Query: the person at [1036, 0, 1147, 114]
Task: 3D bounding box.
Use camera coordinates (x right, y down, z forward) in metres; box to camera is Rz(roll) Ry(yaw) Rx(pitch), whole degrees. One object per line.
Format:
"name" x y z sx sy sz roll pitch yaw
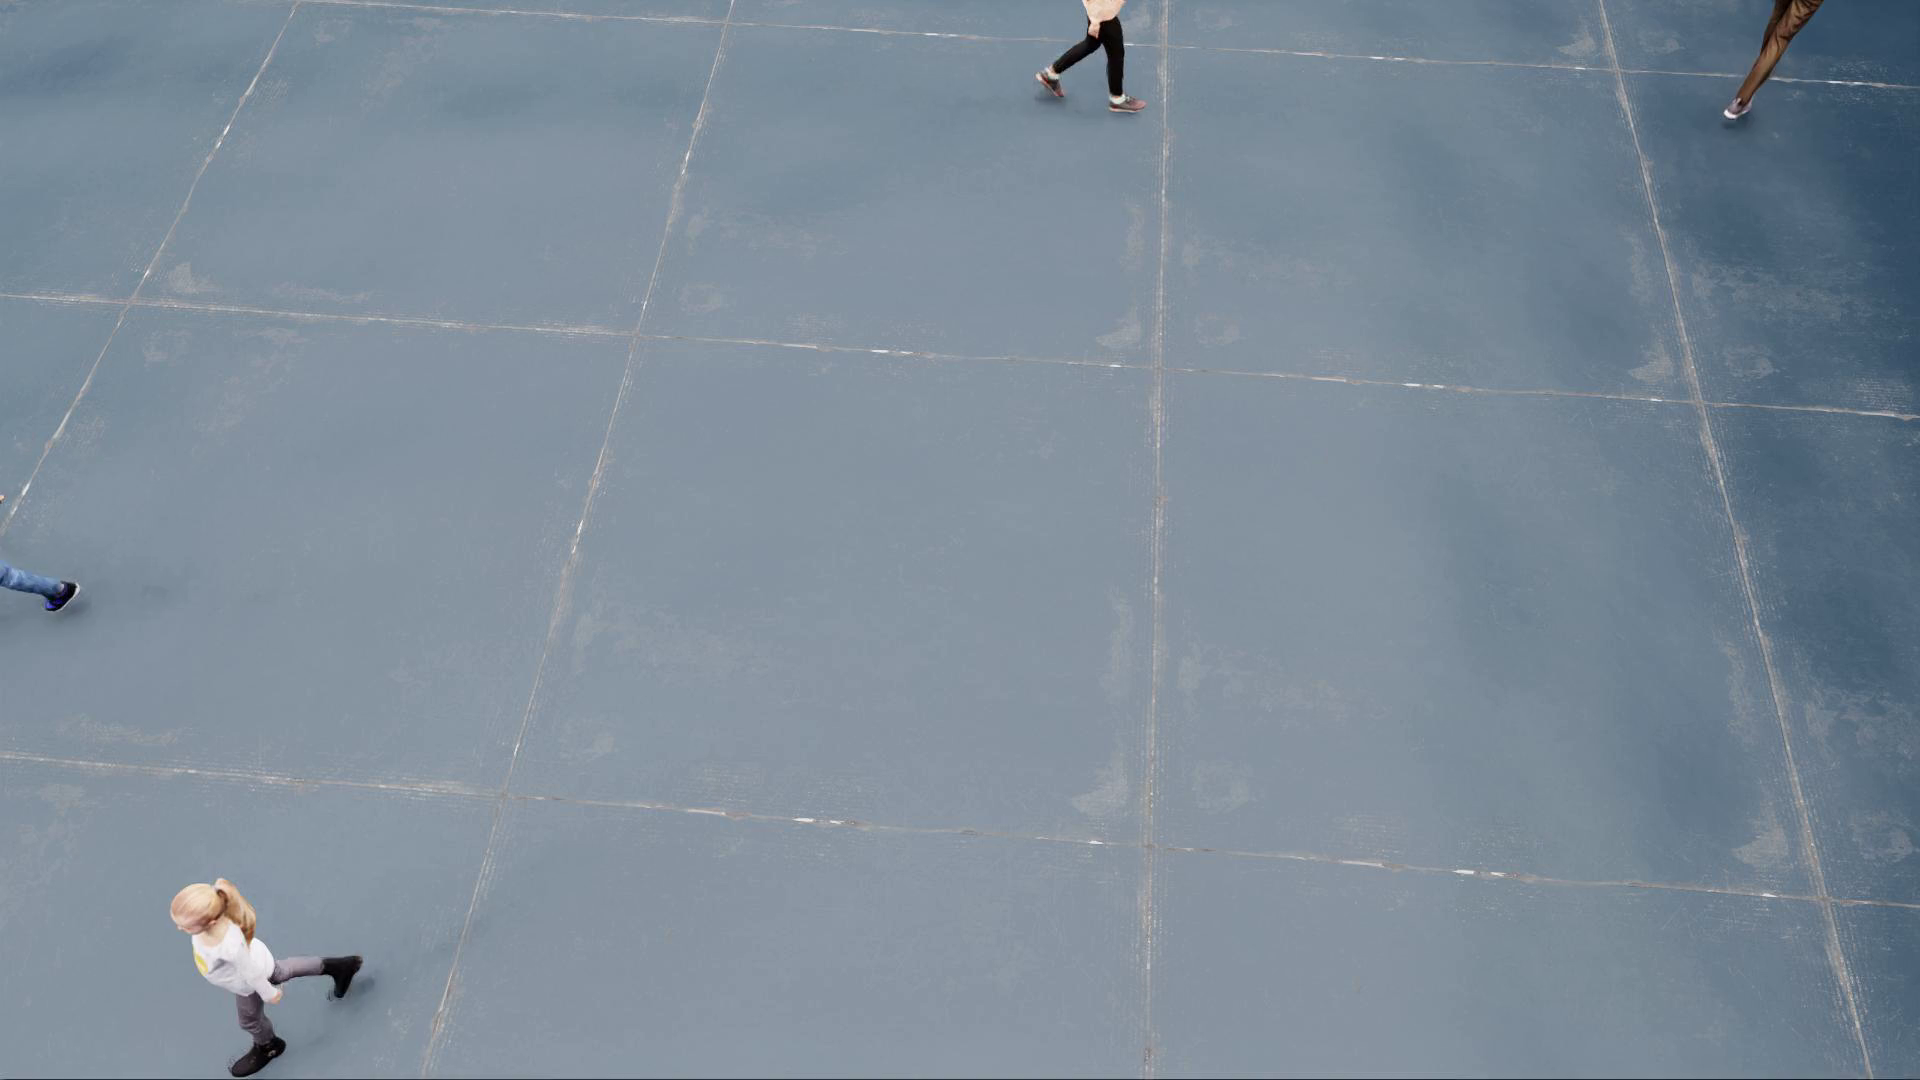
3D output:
"person" 0.824 -3.288 10.255 0.929 1.463 0.567 5 52 3

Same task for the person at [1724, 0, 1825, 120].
"person" 5.118 -3.375 10.132 1.153 1.764 1.147 37 61 25

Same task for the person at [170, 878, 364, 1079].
"person" -2.750 1.651 6.557 0.911 1.263 0.838 -32 59 -22
